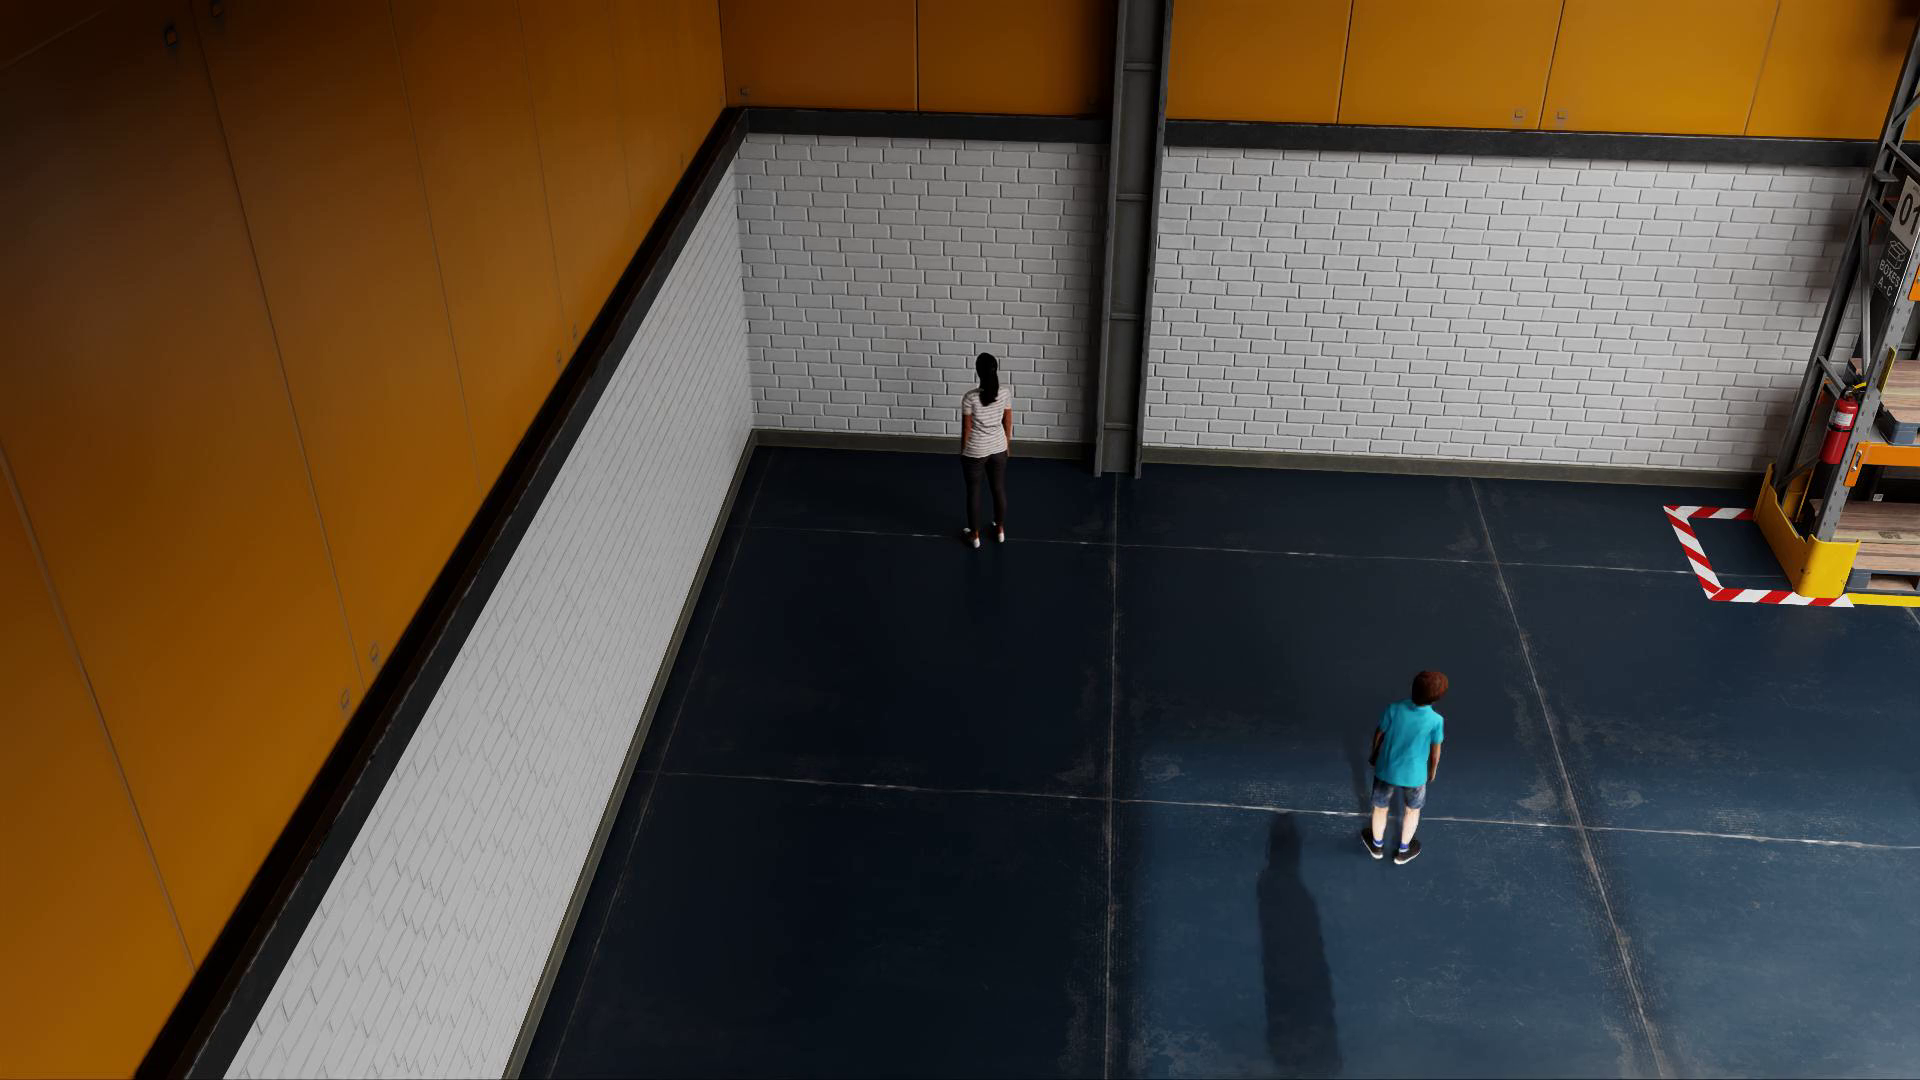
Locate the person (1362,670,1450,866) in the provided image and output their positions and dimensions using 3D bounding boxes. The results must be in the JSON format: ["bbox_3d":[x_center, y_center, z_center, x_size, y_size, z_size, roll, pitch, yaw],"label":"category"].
[{"bbox_3d":[2.664,1.367,10.015,0.505,1.435,0.641,2,34,4],"label":"person"}]

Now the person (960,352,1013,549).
[{"bbox_3d":[0.202,-0.702,12.939,0.589,1.644,0.698,-13,36,-19],"label":"person"}]
